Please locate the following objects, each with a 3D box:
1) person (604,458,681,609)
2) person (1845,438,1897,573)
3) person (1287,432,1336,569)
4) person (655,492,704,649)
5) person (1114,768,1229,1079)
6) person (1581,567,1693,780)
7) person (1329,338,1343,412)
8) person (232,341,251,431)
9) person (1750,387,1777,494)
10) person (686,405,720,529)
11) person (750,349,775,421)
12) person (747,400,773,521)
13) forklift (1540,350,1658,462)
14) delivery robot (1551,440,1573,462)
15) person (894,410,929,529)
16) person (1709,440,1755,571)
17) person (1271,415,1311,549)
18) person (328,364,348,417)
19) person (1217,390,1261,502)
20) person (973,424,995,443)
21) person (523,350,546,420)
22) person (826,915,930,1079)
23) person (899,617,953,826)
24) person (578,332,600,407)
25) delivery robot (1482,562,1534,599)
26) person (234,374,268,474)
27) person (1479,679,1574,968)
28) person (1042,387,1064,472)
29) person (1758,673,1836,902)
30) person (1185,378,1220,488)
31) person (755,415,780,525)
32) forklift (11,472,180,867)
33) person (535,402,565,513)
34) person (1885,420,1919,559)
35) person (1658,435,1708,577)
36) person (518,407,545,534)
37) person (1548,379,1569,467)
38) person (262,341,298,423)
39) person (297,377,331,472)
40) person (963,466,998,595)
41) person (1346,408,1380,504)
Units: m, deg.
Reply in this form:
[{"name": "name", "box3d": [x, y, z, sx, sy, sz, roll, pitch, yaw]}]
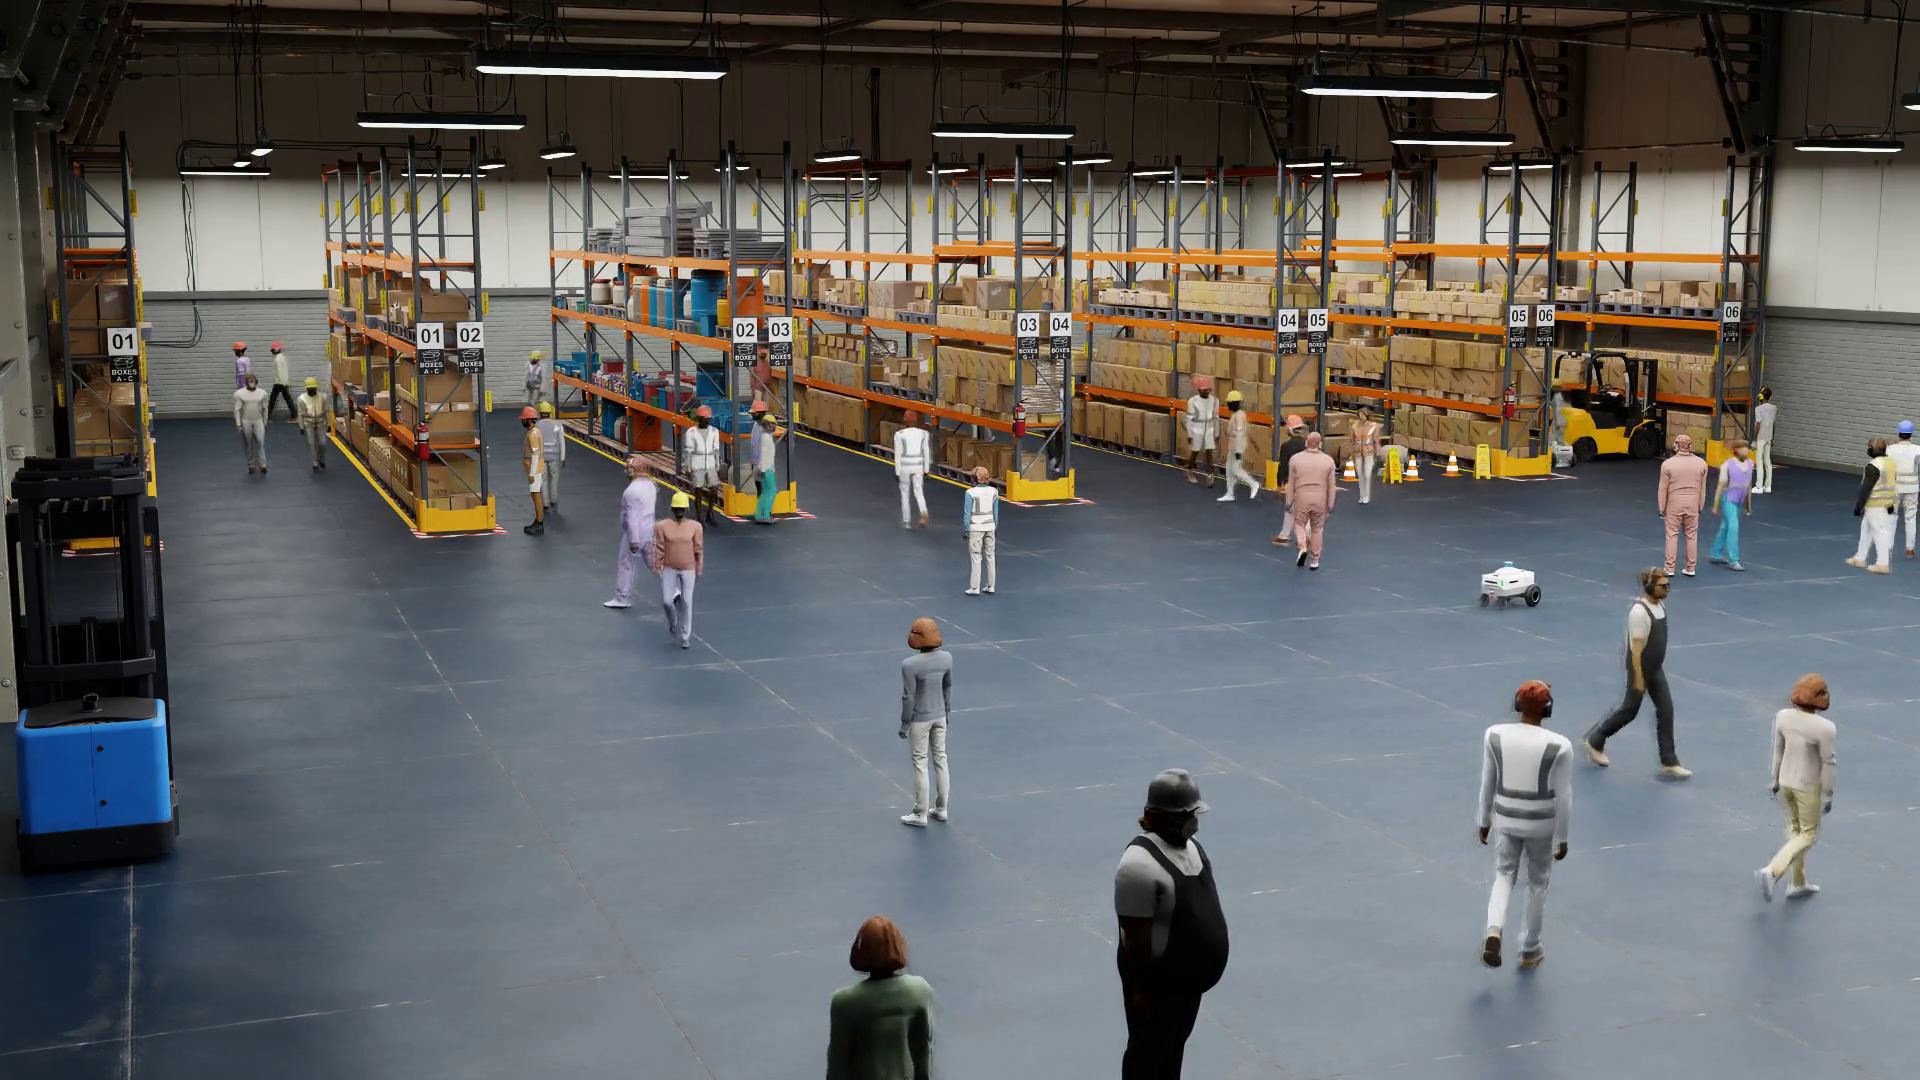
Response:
[{"name": "person", "box3d": [-3.879, -0.084, 25.653, 0.947, 1.872, 0.657, 3, 9, 19]}, {"name": "person", "box3d": [12.335, -0.487, 28.464, 0.645, 1.815, 0.796, -8, 12, -42]}, {"name": "person", "box3d": [4.793, -0.534, 28.566, 0.663, 1.887, 0.469, 1, 9, 7]}, {"name": "person", "box3d": [-3.113, 0.333, 23.232, 0.553, 1.754, 0.369, -1, 9, -7]}, {"name": "person", "box3d": [1.065, 2.141, 10.372, 0.536, 2.000, 0.680, 5, 10, 30]}, {"name": "person", "box3d": [5.810, 1.106, 17.939, 0.919, 1.814, 0.525, 8, 12, 43]}, {"name": "person", "box3d": [9.188, -3.982, 51.395, 0.549, 1.936, 0.377, -2, 9, -12]}, {"name": "person", "box3d": [-16.496, -3.540, 48.104, 0.393, 2.041, 0.613, 0, 9, 0]}, {"name": "person", "box3d": [14.091, -1.755, 36.782, 0.550, 1.870, 0.320, -5, 10, -29]}, {"name": "person", "box3d": [-3.980, -1.127, 32.430, 0.606, 1.922, 0.456, -4, 9, -25]}, {"name": "person", "box3d": [-4.524, -3.449, 47.751, 0.641, 1.987, 0.525, -8, 12, -44]}, {"name": "person", "box3d": [-3.167, -1.245, 33.151, 0.360, 1.938, 0.546, -5, 10, -31]}, {"name": "forklift", "box3d": [12.897, -2.725, 42.309, 2.313, 2.155, 1.214, -3, 9, -21]}, {"name": "delivery robot", "box3d": [11.741, -1.768, 41.056, 0.477, 0.478, 0.707, -1, 8, -5]}, {"name": "person", "box3d": [-0.731, -1.087, 32.358, 0.578, 1.865, 0.685, -3, 9, -21]}, {"name": "person", "box3d": [10.574, -0.501, 28.733, 0.589, 1.793, 0.710, -6, 10, -34]}, {"name": "person", "box3d": [4.916, -0.842, 30.441, 0.625, 1.956, 1.005, -7, 11, -38]}, {"name": "person", "box3d": [-14.354, -3.454, 48.178, 0.421, 1.849, 0.544, 1, 9, 7]}, {"name": "person", "box3d": [4.734, -1.589, 35.545, 0.642, 1.905, 0.597, 0, 9, -3]}, {"name": "person", "box3d": [0.471, -2.811, 44.706, 0.517, 1.588, 0.862, 3, 9, 17]}, {"name": "person", "box3d": [-10.013, -3.554, 49.038, 0.648, 1.788, 0.464, 4, 9, 25]}, {"name": "person", "box3d": [-0.336, 2.484, 9.362, 0.509, 1.610, 0.629, -5, 10, -32]}, {"name": "person", "box3d": [-0.269, 1.413, 16.423, 0.507, 1.636, 0.275, -8, 11, -42]}, {"name": "person", "box3d": [-9.611, -4.417, 54.199, 0.602, 1.967, 0.366, 7, 11, 39]}, {"name": "delivery robot", "box3d": [6.766, 0.512, 25.854, 0.707, 0.478, 0.477, -7, 11, -40]}, {"name": "person", "box3d": [-13.336, -2.173, 39.486, 0.641, 1.891, 0.997, -4, 9, -24]}, {"name": "person", "box3d": [3.523, 1.797, 13.110, 0.591, 1.864, 0.652, 5, 10, 32]}, {"name": "person", "box3d": [1.823, -2.255, 39.976, 0.586, 1.909, 0.453, -1, 9, -8]}, {"name": "person", "box3d": [5.776, 1.720, 14.477, 0.645, 1.615, 0.507, -4, 9, -25]}, {"name": "person", "box3d": [4.367, -1.953, 37.752, 0.663, 1.990, 1.047, -2, 9, -11]}, {"name": "person", "box3d": [-3.033, -1.103, 32.928, 0.458, 1.712, 0.591, -1, 9, -9]}, {"name": "forklift", "box3d": [-6.630, 0.886, 15.957, 1.129, 2.768, 1.873, -3, 9, -21]}, {"name": "person", "box3d": [-6.831, -1.381, 34.510, 0.621, 1.792, 0.872, -2, 9, -15]}, {"name": "person", "box3d": [13.309, -0.714, 29.576, 0.604, 1.949, 0.384, 3, 9, 19]}, {"name": "person", "box3d": [9.660, -0.460, 28.071, 0.635, 1.899, 0.399, 0, 9, 0]}, {"name": "person", "box3d": [-6.531, -1.067, 31.959, 0.366, 1.939, 0.542, -1, 9, -8]}, {"name": "person", "box3d": [11.548, -2.288, 40.847, 0.757, 1.700, 0.551, 4, 10, 26]}, {"name": "person", "box3d": [-16.238, -3.736, 49.712, 1.026, 1.941, 0.651, -1, 9, -4]}, {"name": "person", "box3d": [-12.312, -2.201, 39.943, 0.610, 1.809, 0.473, -4, 9, -23]}, {"name": "person", "box3d": [0.272, -0.117, 26.643, 0.517, 1.635, 0.313, -6, 11, -36]}, {"name": "person", "box3d": [6.755, -1.405, 35.258, 0.552, 1.614, 0.655, 5, 10, 32]}]
